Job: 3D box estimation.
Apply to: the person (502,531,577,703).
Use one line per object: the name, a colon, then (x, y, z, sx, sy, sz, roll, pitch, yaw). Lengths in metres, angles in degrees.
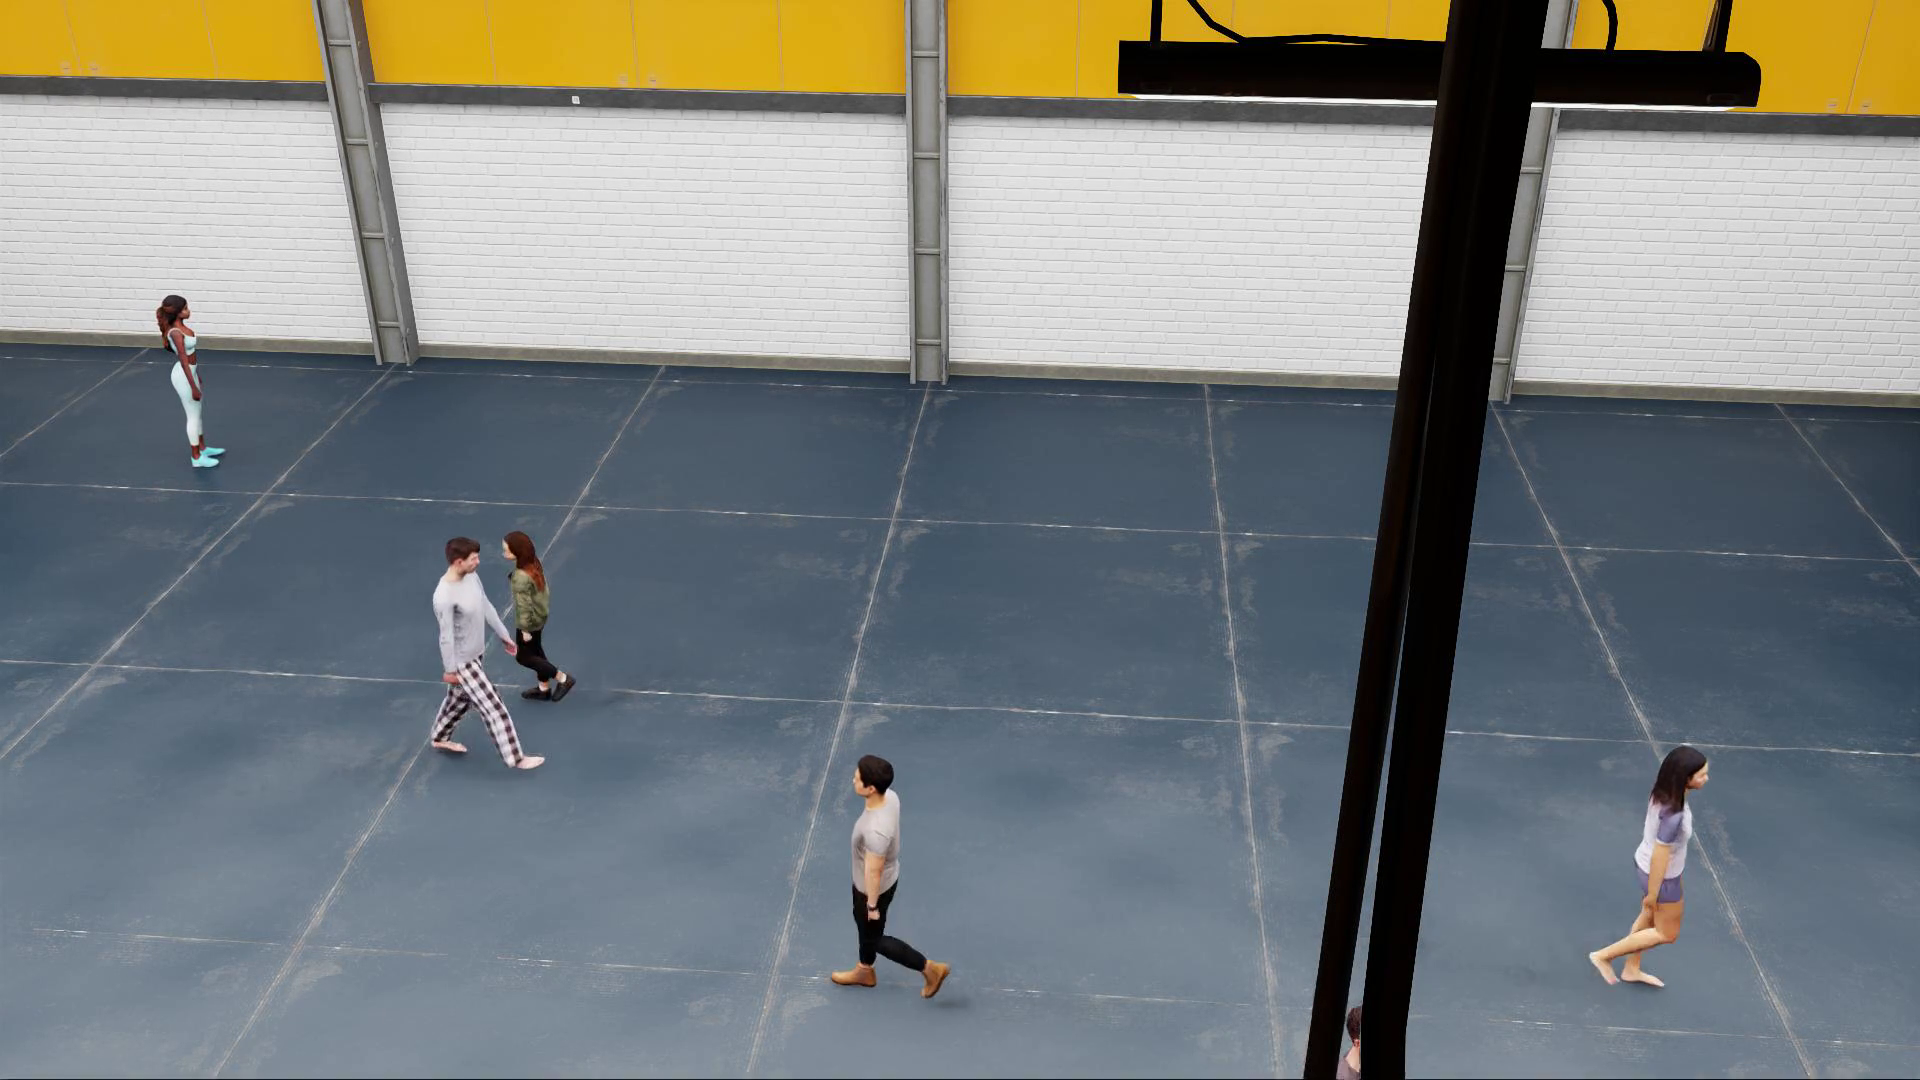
person: (-3.122, 0.580, 12.384, 0.709, 1.464, 0.653, -1, 29, -2)

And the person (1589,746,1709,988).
person: (3.979, 1.915, 9.667, 0.733, 1.723, 0.641, 7, 29, 12)

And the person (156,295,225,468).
person: (-7.432, -1.537, 15.993, 0.656, 1.725, 0.643, -10, 30, -17)

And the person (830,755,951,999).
person: (-0.409, 1.968, 9.589, 0.959, 1.704, 0.614, 3, 29, 6)

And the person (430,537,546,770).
person: (-3.534, 0.801, 11.635, 1.098, 1.794, 0.604, 3, 29, 6)
